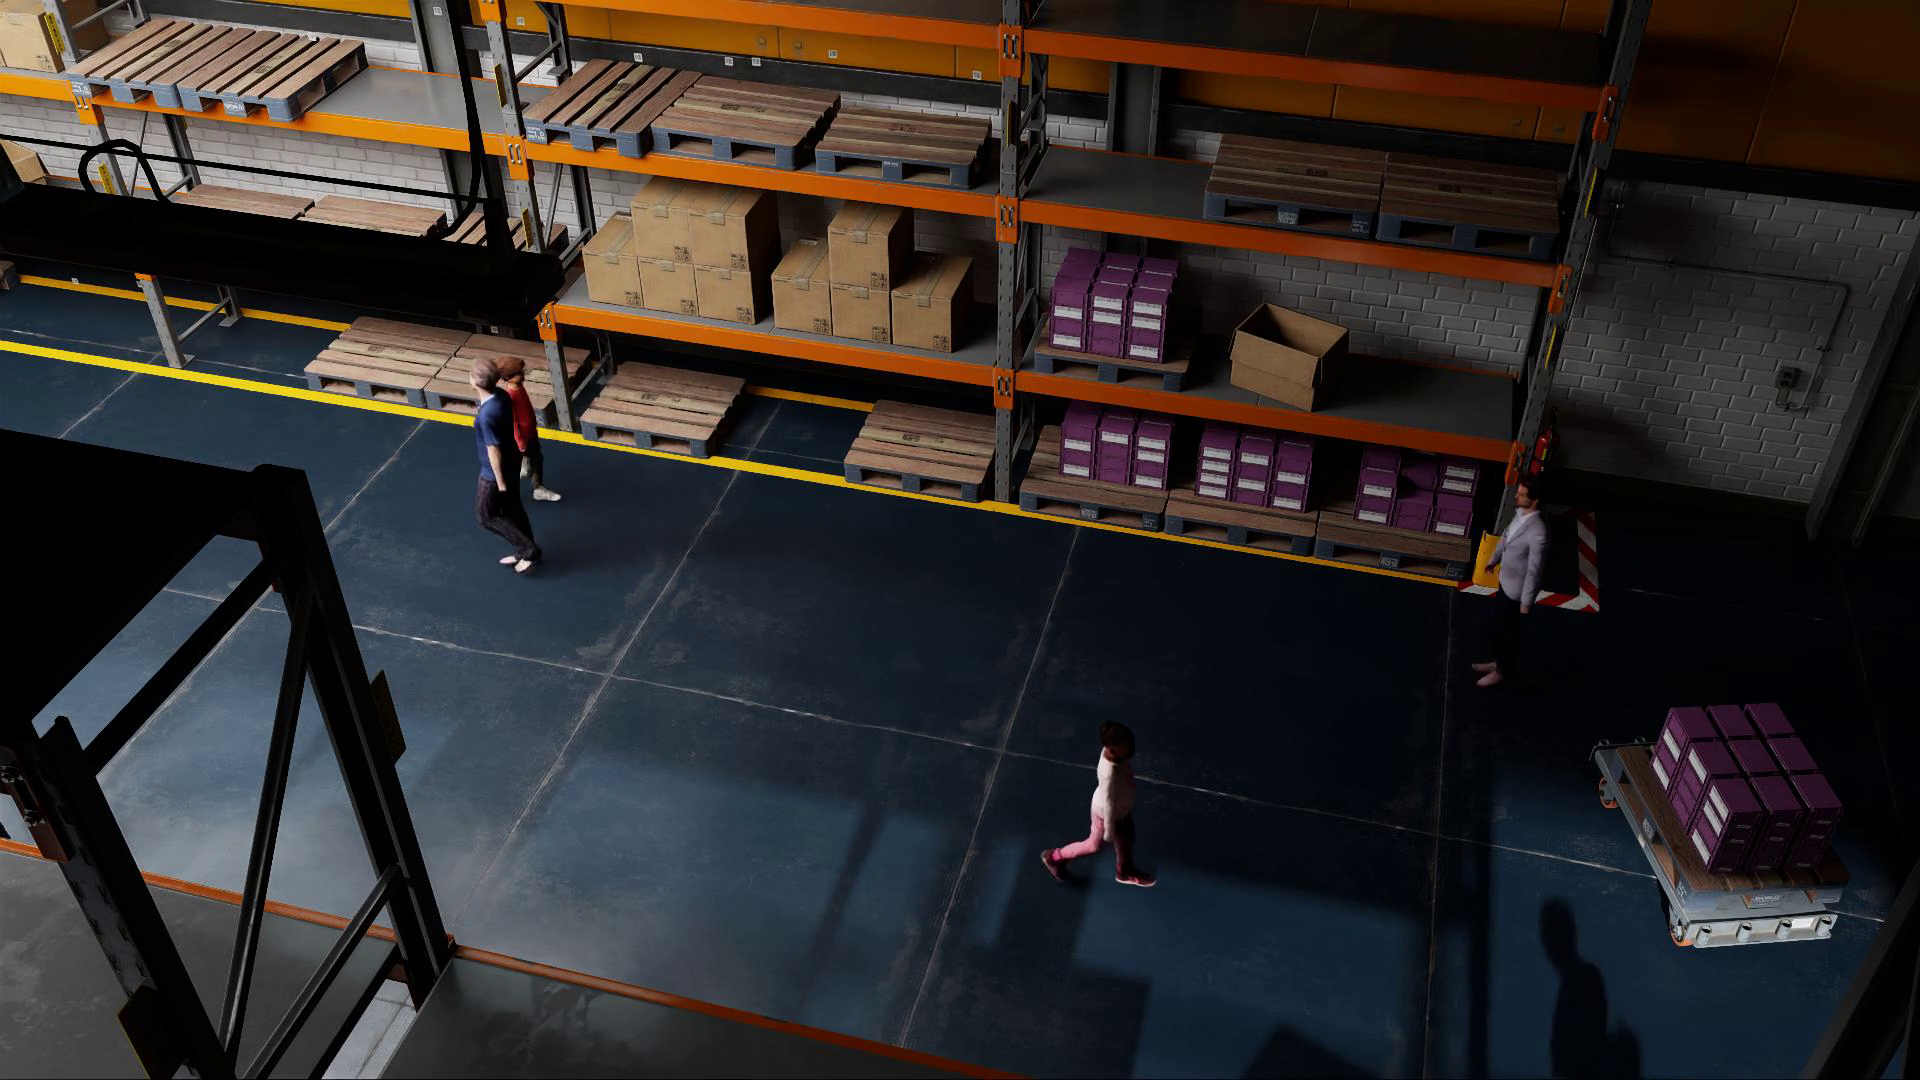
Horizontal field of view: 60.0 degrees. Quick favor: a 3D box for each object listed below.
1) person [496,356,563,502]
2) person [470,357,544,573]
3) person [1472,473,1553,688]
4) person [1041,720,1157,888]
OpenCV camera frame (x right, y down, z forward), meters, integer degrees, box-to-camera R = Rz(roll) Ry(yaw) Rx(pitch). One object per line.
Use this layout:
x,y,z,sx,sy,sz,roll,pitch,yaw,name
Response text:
-3.633,-0.871,13.563,0.783,1.408,0.576,3,39,4,person
-3.444,-0.565,12.831,0.779,1.844,0.750,-3,39,-3,person
4.034,0.302,11.753,0.608,1.833,0.675,7,39,9,person
0.867,1.659,10.382,0.950,1.425,0.556,9,40,11,person
